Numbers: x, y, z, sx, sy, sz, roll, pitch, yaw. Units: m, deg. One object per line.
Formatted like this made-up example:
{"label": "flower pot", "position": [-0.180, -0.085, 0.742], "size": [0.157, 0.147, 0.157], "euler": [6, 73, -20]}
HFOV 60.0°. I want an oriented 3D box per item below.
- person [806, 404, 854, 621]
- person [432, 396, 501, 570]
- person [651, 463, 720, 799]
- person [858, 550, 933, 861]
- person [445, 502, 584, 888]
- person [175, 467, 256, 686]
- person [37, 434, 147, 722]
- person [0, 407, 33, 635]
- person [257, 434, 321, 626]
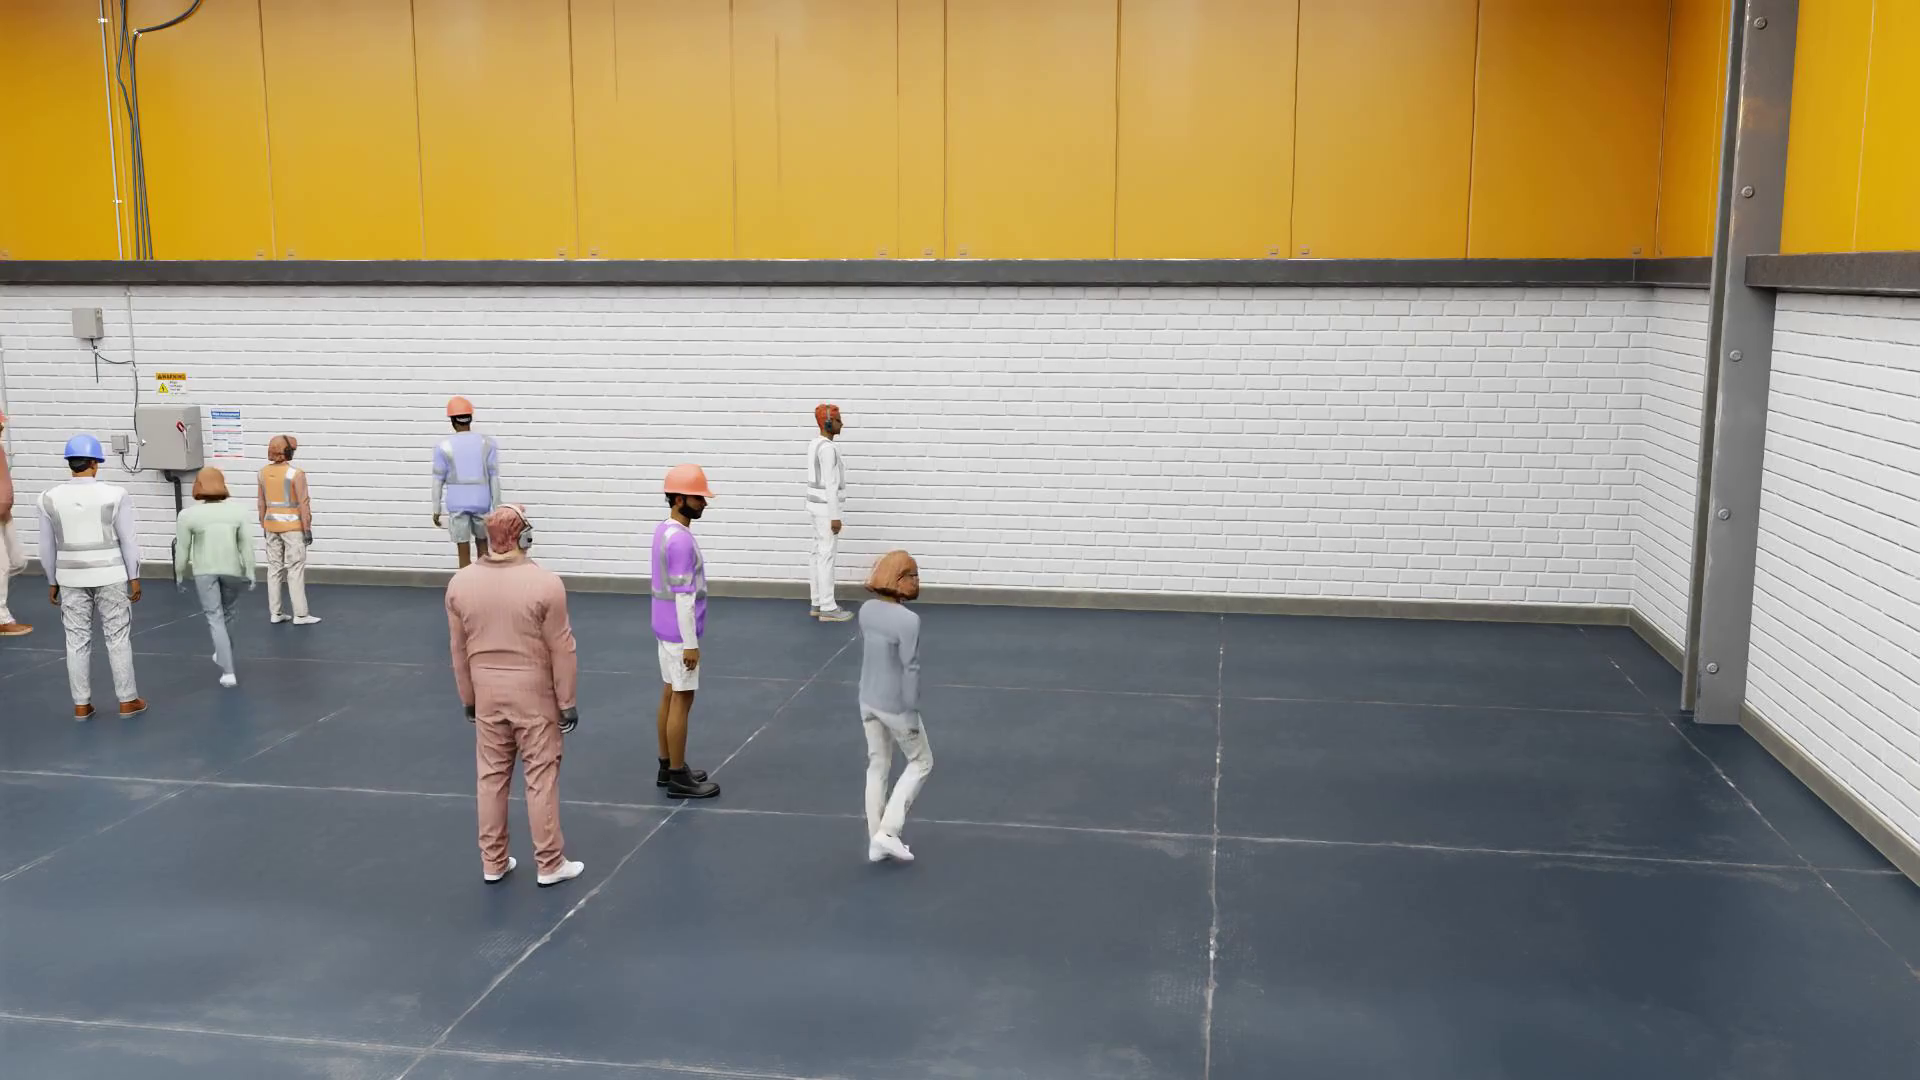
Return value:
{"label": "person", "position": [-1.154, -0.241, 14.468], "size": [0.355, 1.883, 0.572], "euler": [-3, 10, -18]}
{"label": "person", "position": [-4.425, -0.327, 14.859], "size": [0.580, 1.922, 0.602], "euler": [-4, 10, -25]}
{"label": "person", "position": [-1.589, 0.519, 9.621], "size": [0.374, 1.933, 0.549], "euler": [-3, 10, -19]}
{"label": "person", "position": [-0.341, 0.855, 8.515], "size": [0.346, 1.616, 0.498], "euler": [-8, 12, -41]}
{"label": "person", "position": [-2.171, 0.769, 8.198], "size": [0.648, 1.908, 0.407], "euler": [2, 9, 12]}
{"label": "person", "position": [-5.517, 0.253, 12.312], "size": [0.518, 1.580, 0.849], "euler": [-7, 12, -37]}
{"label": "person", "position": [-5.843, 0.259, 11.215], "size": [0.604, 1.937, 0.402], "euler": [-2, 9, -13]}
{"label": "person", "position": [-8.063, -0.178, 13.786], "size": [0.513, 1.973, 0.636], "euler": [-1, 9, -8]}
{"label": "person", "position": [-5.766, -0.081, 14.231], "size": [0.523, 1.638, 0.310], "euler": [3, 10, 20]}
